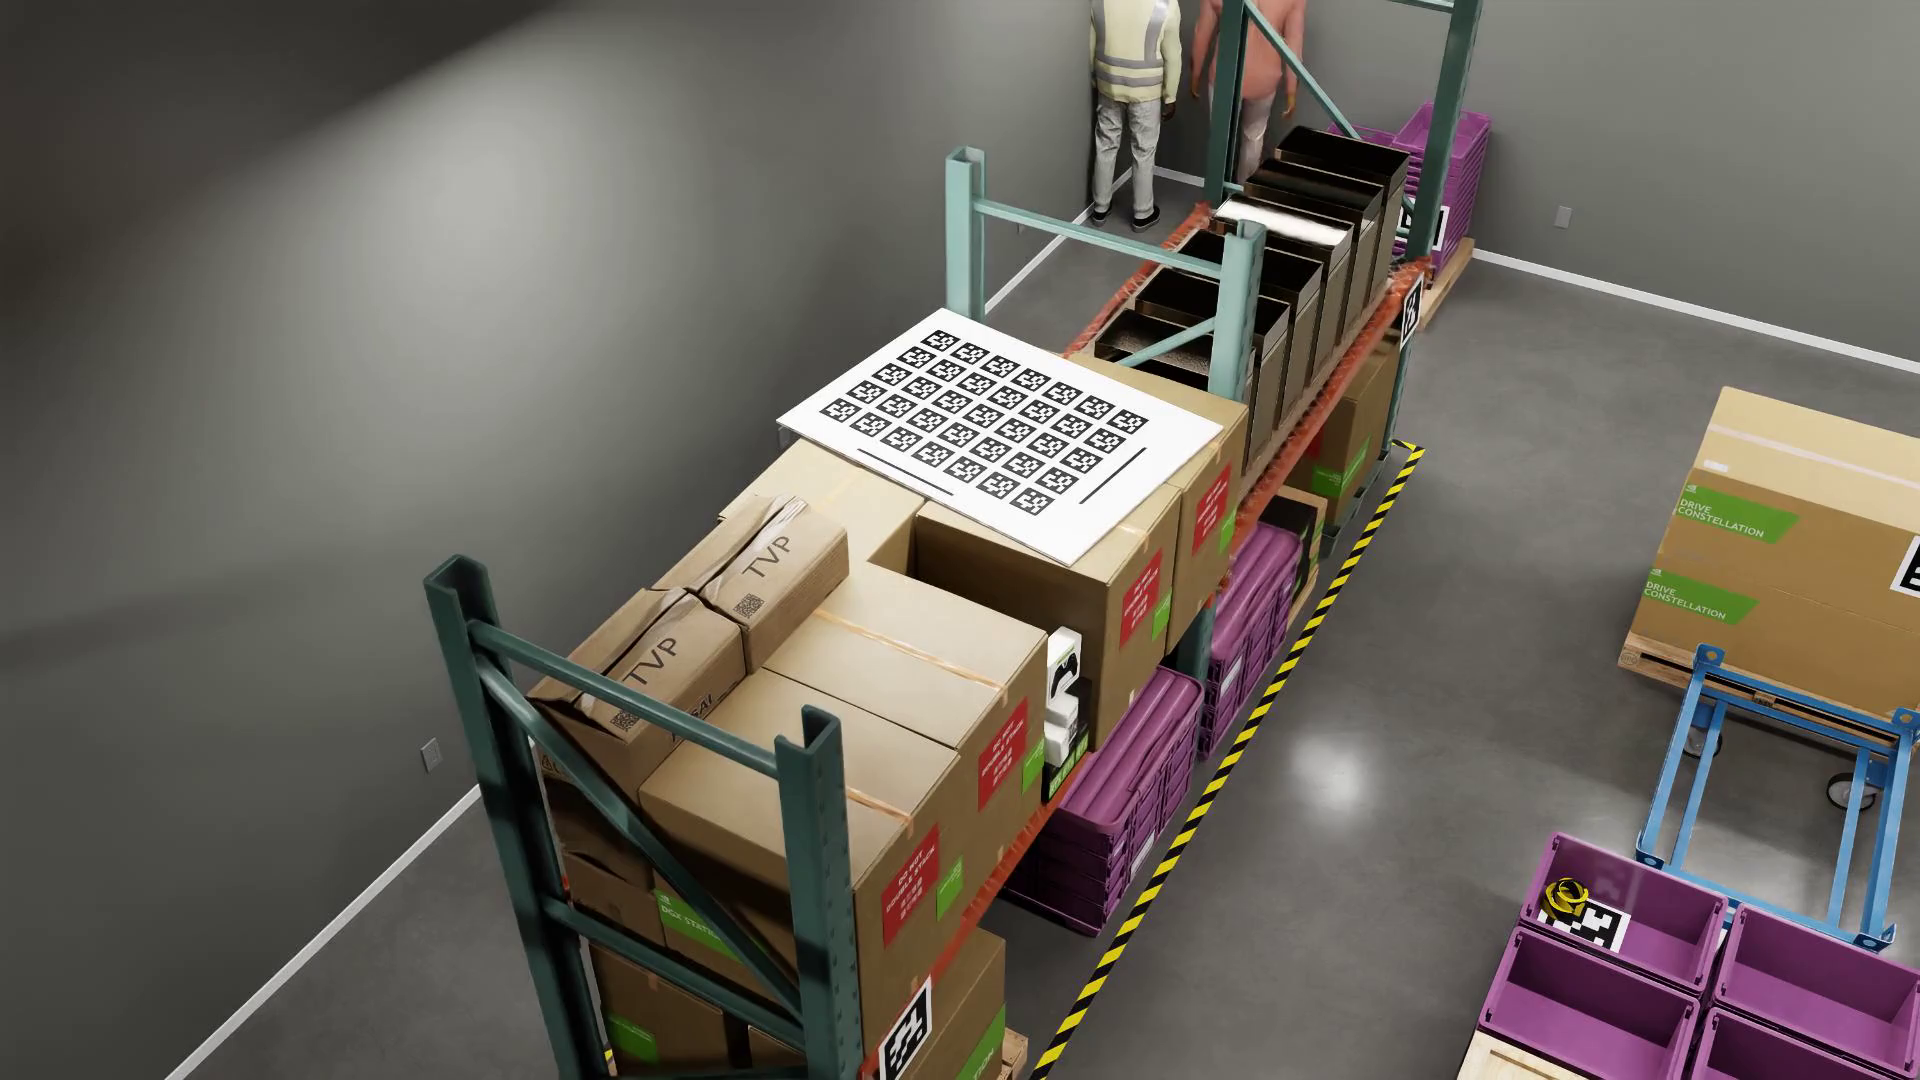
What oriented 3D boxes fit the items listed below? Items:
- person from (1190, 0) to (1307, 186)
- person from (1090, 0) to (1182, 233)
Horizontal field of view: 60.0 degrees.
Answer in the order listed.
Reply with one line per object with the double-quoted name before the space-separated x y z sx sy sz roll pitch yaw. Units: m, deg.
"person" 1.689 -2.793 9.924 0.643 1.946 0.936 4 40 4
"person" 1.022 -2.720 9.920 0.600 1.830 0.404 14 42 16
